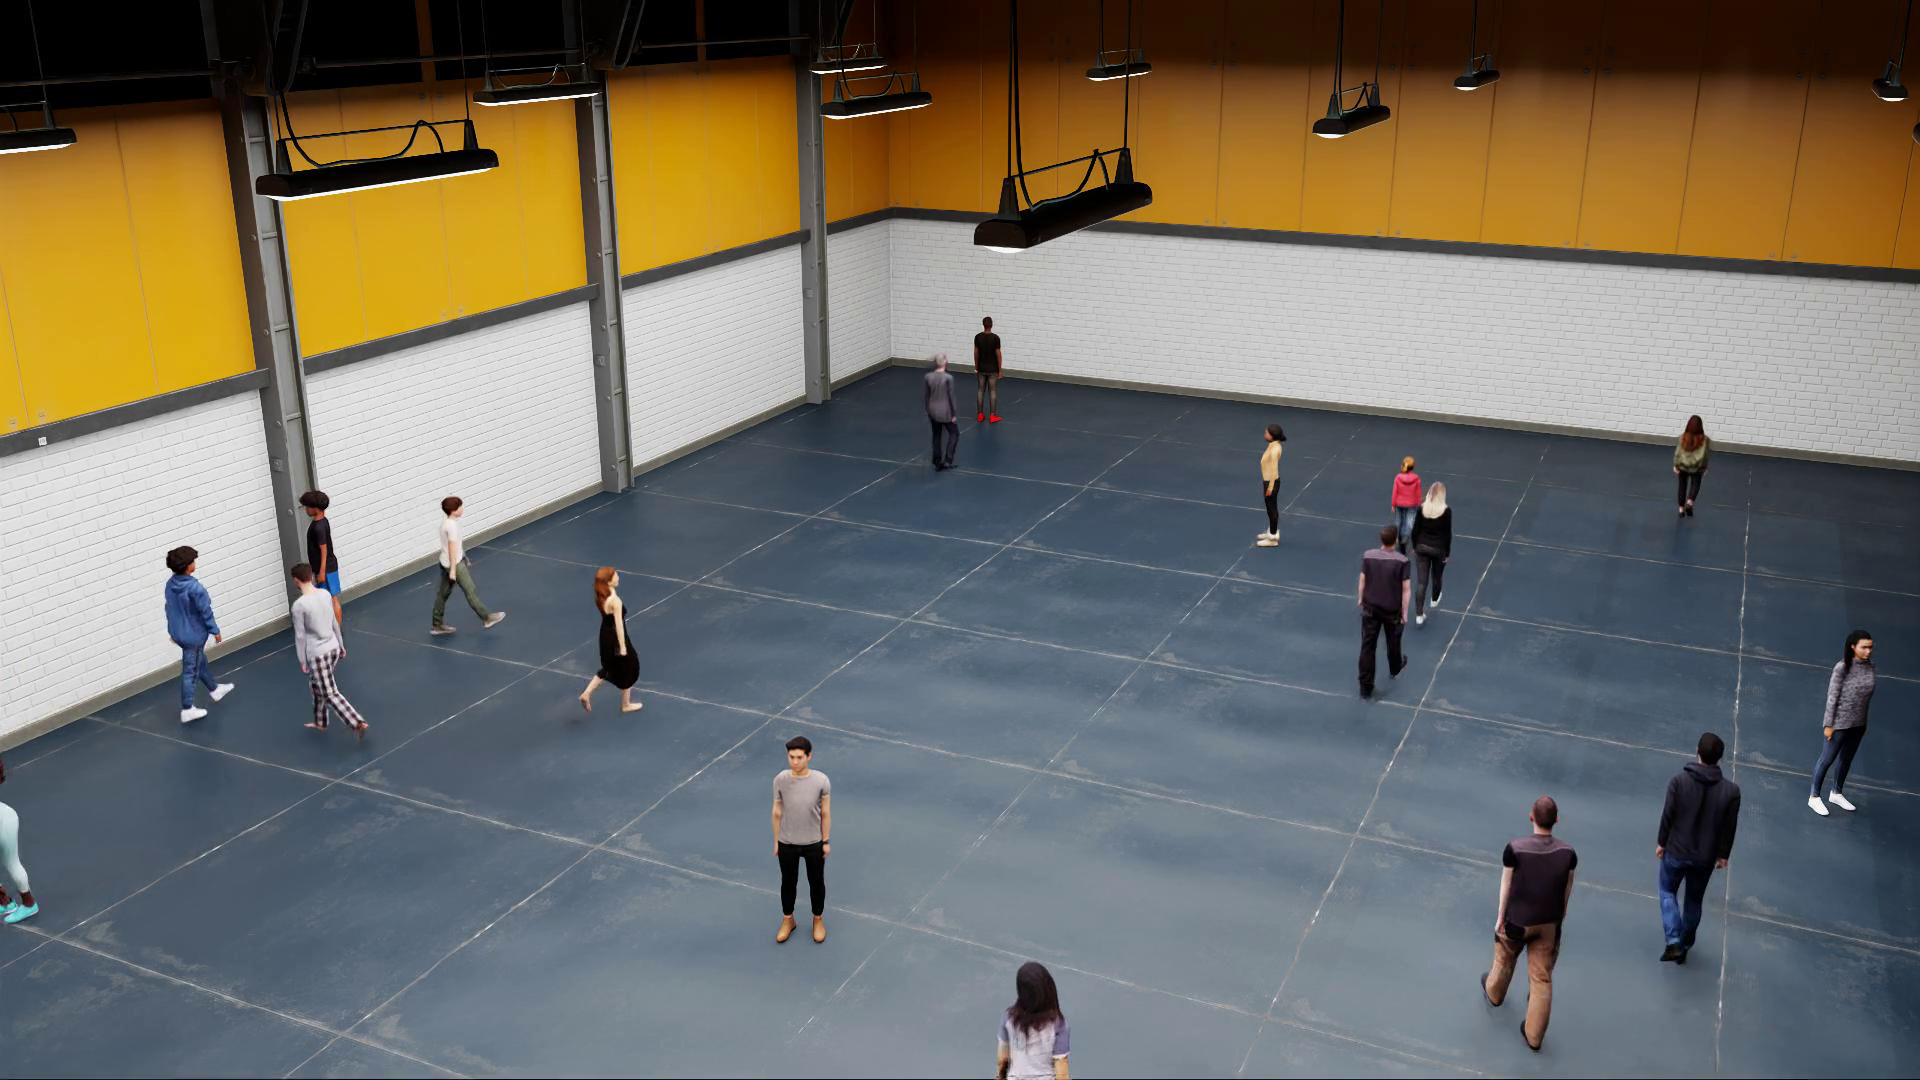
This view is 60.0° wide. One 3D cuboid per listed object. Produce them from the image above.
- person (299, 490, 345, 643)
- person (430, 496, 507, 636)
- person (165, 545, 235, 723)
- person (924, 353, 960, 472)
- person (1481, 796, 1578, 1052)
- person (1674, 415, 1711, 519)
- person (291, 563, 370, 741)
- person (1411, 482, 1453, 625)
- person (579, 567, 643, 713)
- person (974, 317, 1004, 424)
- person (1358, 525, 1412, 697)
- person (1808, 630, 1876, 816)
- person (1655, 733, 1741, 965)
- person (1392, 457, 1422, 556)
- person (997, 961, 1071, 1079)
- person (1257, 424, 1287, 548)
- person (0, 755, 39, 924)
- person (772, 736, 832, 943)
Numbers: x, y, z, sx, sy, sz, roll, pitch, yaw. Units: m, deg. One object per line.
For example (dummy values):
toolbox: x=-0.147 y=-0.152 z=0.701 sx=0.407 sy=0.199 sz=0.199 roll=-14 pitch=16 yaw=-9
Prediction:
person: x=-7.170 y=0.291 z=18.783 sx=0.750 sy=1.793 sz=0.690 roll=-7 pitch=20 yaw=-19
person: x=-5.872 y=0.318 z=18.980 sx=1.141 sy=1.615 sz=0.974 roll=-11 pitch=21 yaw=-29
person: x=-7.837 y=0.972 z=16.779 sx=0.707 sy=1.779 sz=1.005 roll=9 pitch=21 yaw=26
person: x=-0.310 y=-1.927 z=25.312 sx=0.770 sy=1.828 sz=0.635 roll=10 pitch=21 yaw=28
person: x=4.015 y=2.701 z=11.601 sx=0.911 sy=1.808 sz=1.128 roll=1 pitch=19 yaw=4
person: x=10.151 y=-0.993 z=23.100 sx=0.590 sy=1.470 sz=0.651 roll=9 pitch=20 yaw=24
person: x=-6.169 y=1.141 z=16.255 sx=0.788 sy=1.794 sz=1.069 roll=8 pitch=20 yaw=21
person: x=5.444 y=0.187 z=19.335 sx=0.646 sy=1.636 sz=1.119 roll=9 pitch=21 yaw=25
person: x=-3.584 y=1.047 z=16.833 sx=0.983 sy=1.603 sz=0.819 roll=-14 pitch=23 yaw=-35
person: x=0.467 y=-2.902 z=28.244 sx=0.650 sy=1.806 sz=0.532 roll=7 pitch=20 yaw=20
person: x=4.375 y=0.767 z=17.349 sx=0.827 sy=1.805 sz=1.161 roll=11 pitch=21 yaw=29
person: x=7.960 y=1.617 z=14.939 sx=0.684 sy=1.732 sz=0.734 roll=-6 pitch=19 yaw=-17
person: x=5.488 y=2.376 z=12.458 sx=0.753 sy=1.878 sz=0.861 roll=5 pitch=19 yaw=14
person: x=5.799 y=-0.423 z=21.671 sx=0.540 sy=1.302 sz=0.796 roll=7 pitch=20 yaw=20
person: x=0.431 y=3.370 z=9.809 sx=0.790 sy=1.684 sz=1.097 roll=5 pitch=19 yaw=14
person: x=4.139 y=-0.741 z=22.054 sx=0.704 sy=1.659 sz=0.539 roll=4 pitch=19 yaw=13
person: x=-7.529 y=2.235 z=13.142 sx=0.687 sy=1.709 sz=0.709 roll=16 pitch=24 yaw=40
person: x=-1.223 y=2.305 z=12.911 sx=0.673 sy=1.722 sz=0.650 roll=1 pitch=19 yaw=3
